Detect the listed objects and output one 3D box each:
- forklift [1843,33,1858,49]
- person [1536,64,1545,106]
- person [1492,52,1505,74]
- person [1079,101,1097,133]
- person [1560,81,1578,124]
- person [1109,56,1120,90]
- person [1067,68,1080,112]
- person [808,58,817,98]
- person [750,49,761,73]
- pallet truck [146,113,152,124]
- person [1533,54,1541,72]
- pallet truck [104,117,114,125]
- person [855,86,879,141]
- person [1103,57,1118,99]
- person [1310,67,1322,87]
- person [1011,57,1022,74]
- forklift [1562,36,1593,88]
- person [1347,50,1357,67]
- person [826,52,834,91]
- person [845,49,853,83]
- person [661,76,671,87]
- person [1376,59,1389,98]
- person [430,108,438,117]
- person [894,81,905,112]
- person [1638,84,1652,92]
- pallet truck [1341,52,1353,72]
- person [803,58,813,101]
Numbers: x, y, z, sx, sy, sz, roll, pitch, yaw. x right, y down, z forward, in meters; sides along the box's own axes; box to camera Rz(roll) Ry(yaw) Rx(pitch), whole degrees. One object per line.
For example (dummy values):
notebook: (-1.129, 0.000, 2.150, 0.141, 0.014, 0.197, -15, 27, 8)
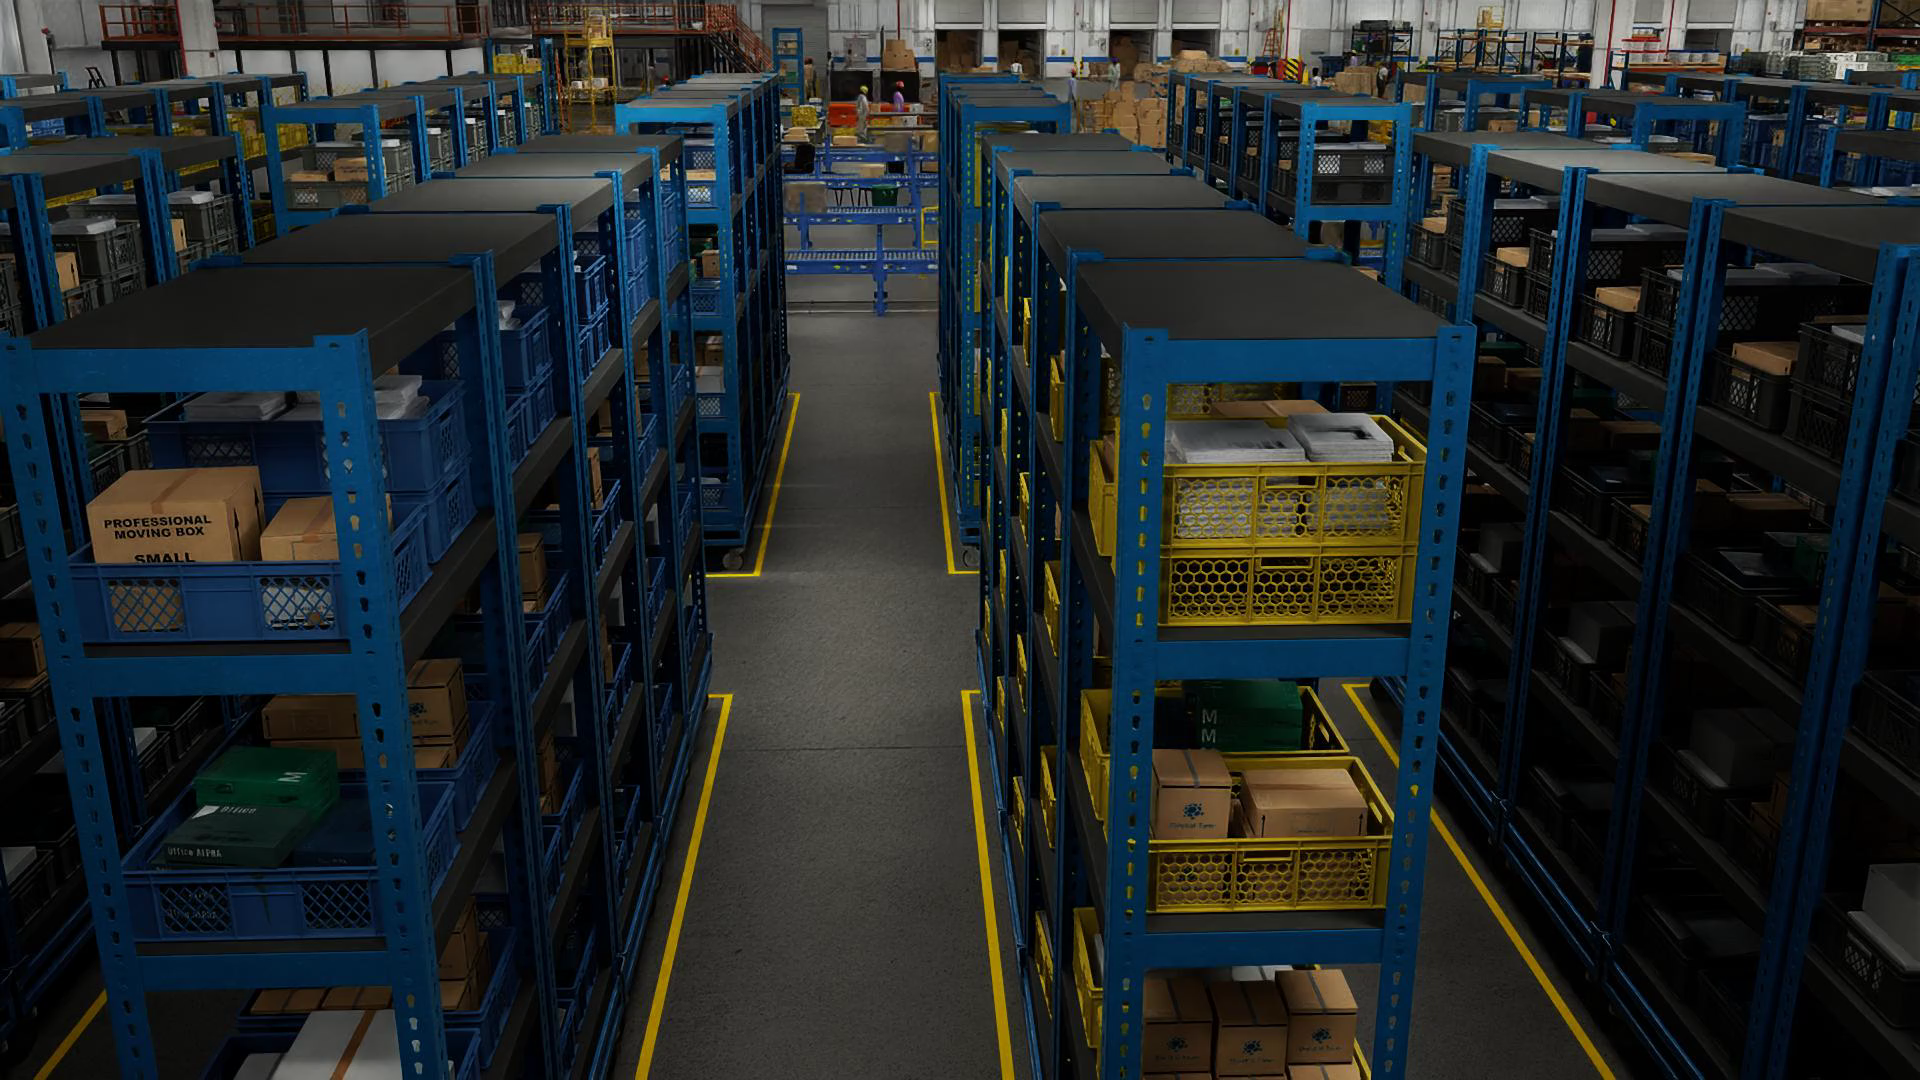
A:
forklift: (44.508, -23.936, 83.335, 1.873, 2.768, 1.129, -2, 18, -7)
person: (24.109, -18.860, 69.268, 0.527, 1.858, 0.318, -10, 20, -28)
person: (28.020, -24.478, 86.664, 1.078, 1.862, 0.691, -17, 24, -41)
person: (3.713, -11.990, 48.442, 0.501, 1.585, 0.870, -5, 19, -15)
person: (19.894, -13.993, 54.216, 1.010, 1.857, 0.669, 12, 22, 33)
person: (7.304, -21.914, 78.694, 0.574, 1.876, 0.354, -5, 19, -14)
person: (4.387, -17.112, 63.781, 0.966, 1.893, 0.564, 7, 19, 20)
person: (-6.890, -21.342, 76.964, 0.505, 1.847, 0.346, -4, 18, -13)
person: (-11.257, -26.154, 91.764, 0.586, 1.910, 0.395, -7, 19, -21)
pallet truck: (-18.087, -8.309, 36.390, 1.885, 1.965, 0.823, -1, 18, -4)
person: (29.264, -23.673, 84.232, 0.643, 1.813, 0.776, -12, 21, -33)
pallet truck: (-18.367, -7.885, 35.078, 1.885, 1.965, 0.823, 1, 18, 2)
person: (-3.067, -13.538, 52.924, 0.958, 1.777, 0.591, -5, 18, -14)
person: (6.959, -21.131, 76.211, 0.614, 1.918, 0.860, -14, 22, -36)
person: (13.426, -16.878, 62.958, 0.364, 1.962, 0.611, 15, 23, 39)
person: (2.648, -21.554, 77.558, 0.584, 1.882, 0.345, 9, 20, 26)
forklift: (28.981, -22.023, 77.415, 1.873, 2.768, 1.129, -1, 18, -2)
person: (20.653, -24.810, 87.569, 0.376, 1.922, 0.594, -13, 22, -35)
person: (-6.602, -23.850, 84.609, 0.379, 1.916, 0.597, -12, 22, -34)
person: (-6.133, -26.340, 92.430, 0.392, 1.848, 0.562, -11, 21, -30)
person: (-9.733, -14.528, 55.671, 0.823, 1.962, 0.664, 4, 18, 13)
person: (18.107, -19.585, 71.215, 0.540, 2.000, 0.705, -2, 18, -5)
person: (-17.444, -14.244, 55.197, 0.512, 1.716, 0.551, -6, 19, -19)
person: (-1.969, -13.723, 53.265, 0.474, 1.922, 0.552, 4, 18, 13)
person: (25.032, -16.041, 60.907, 0.508, 1.629, 0.314, -1, 18, -2)
pallet truck: (18.794, -23.123, 82.231, 0.823, 1.965, 1.885, -13, 22, -35)
person: (-6.968, -21.029, 75.939, 0.539, 1.891, 0.964, -7, 19, -22)
